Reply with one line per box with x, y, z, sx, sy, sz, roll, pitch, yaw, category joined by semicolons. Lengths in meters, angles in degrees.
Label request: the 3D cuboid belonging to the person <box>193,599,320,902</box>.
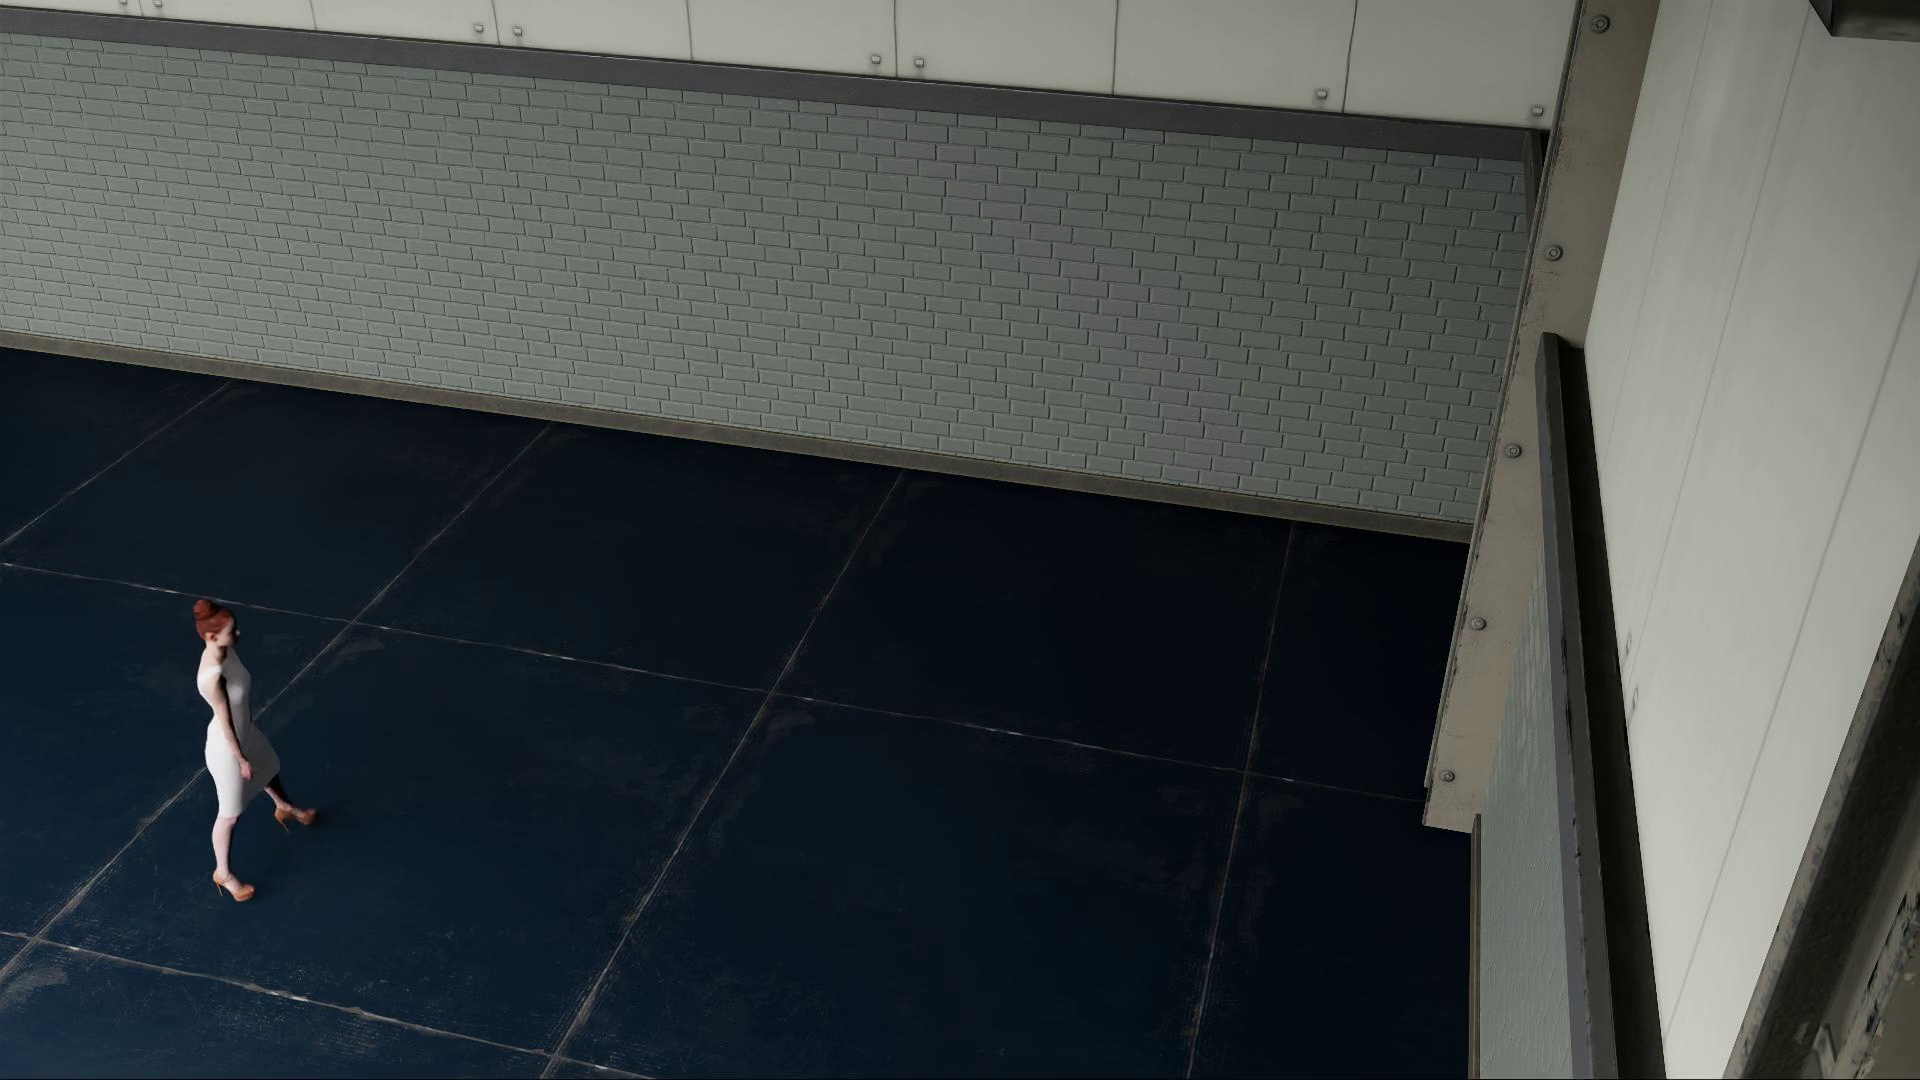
-3.792;1.069;8.714;0.944;1.767;0.806;-5;33;-8;person
